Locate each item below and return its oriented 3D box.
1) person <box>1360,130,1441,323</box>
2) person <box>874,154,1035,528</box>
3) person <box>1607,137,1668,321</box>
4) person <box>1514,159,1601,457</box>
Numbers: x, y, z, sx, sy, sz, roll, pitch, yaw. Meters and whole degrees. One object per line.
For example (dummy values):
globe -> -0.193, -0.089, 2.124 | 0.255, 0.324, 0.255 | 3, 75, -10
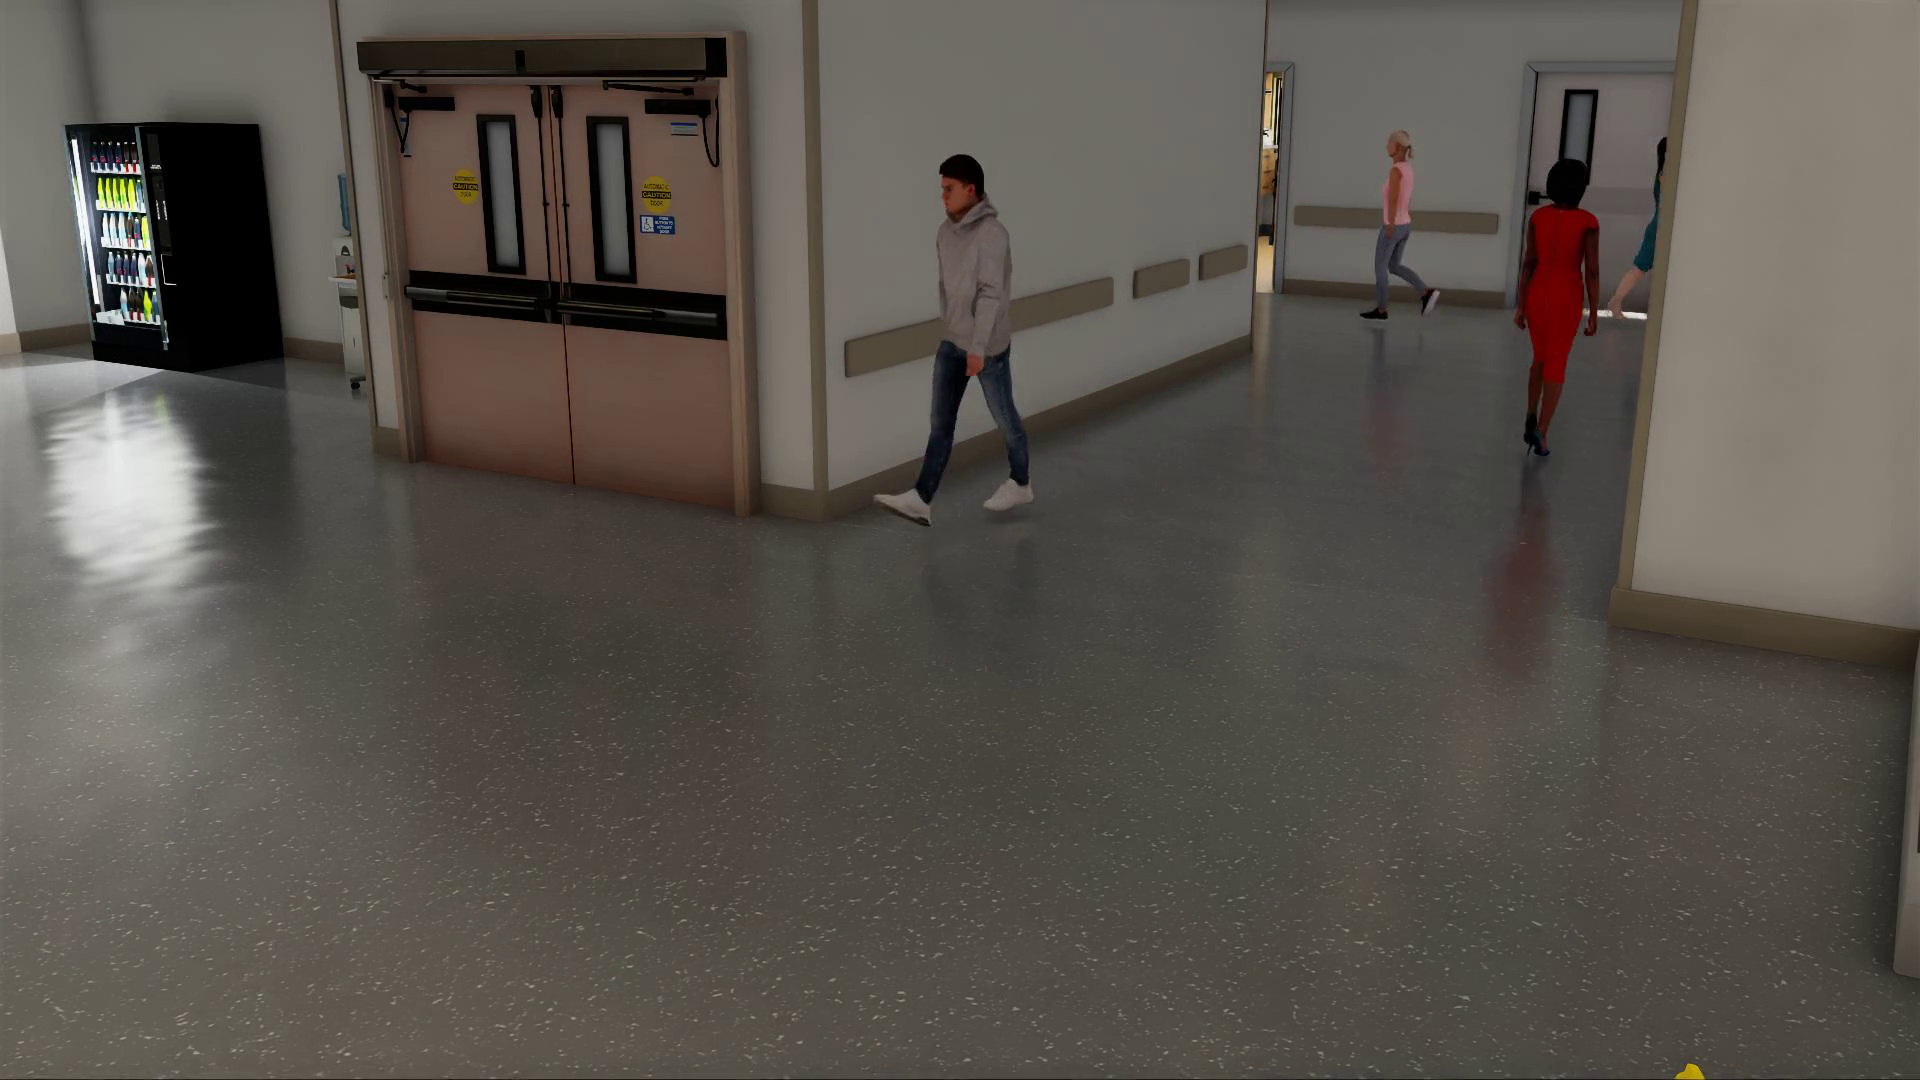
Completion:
person -> 4.016, -2.809, 15.016 | 0.920, 1.707, 0.581 | 10, 19, 32
person -> 0.163, -0.961, 8.296 | 0.979, 1.796, 1.237 | -13, 20, -39
person -> 6.126, -2.691, 14.728 | 1.076, 1.636, 0.637 | 12, 19, 35
person -> 3.430, -1.328, 9.715 | 0.614, 1.732, 0.728 | 14, 21, 41
